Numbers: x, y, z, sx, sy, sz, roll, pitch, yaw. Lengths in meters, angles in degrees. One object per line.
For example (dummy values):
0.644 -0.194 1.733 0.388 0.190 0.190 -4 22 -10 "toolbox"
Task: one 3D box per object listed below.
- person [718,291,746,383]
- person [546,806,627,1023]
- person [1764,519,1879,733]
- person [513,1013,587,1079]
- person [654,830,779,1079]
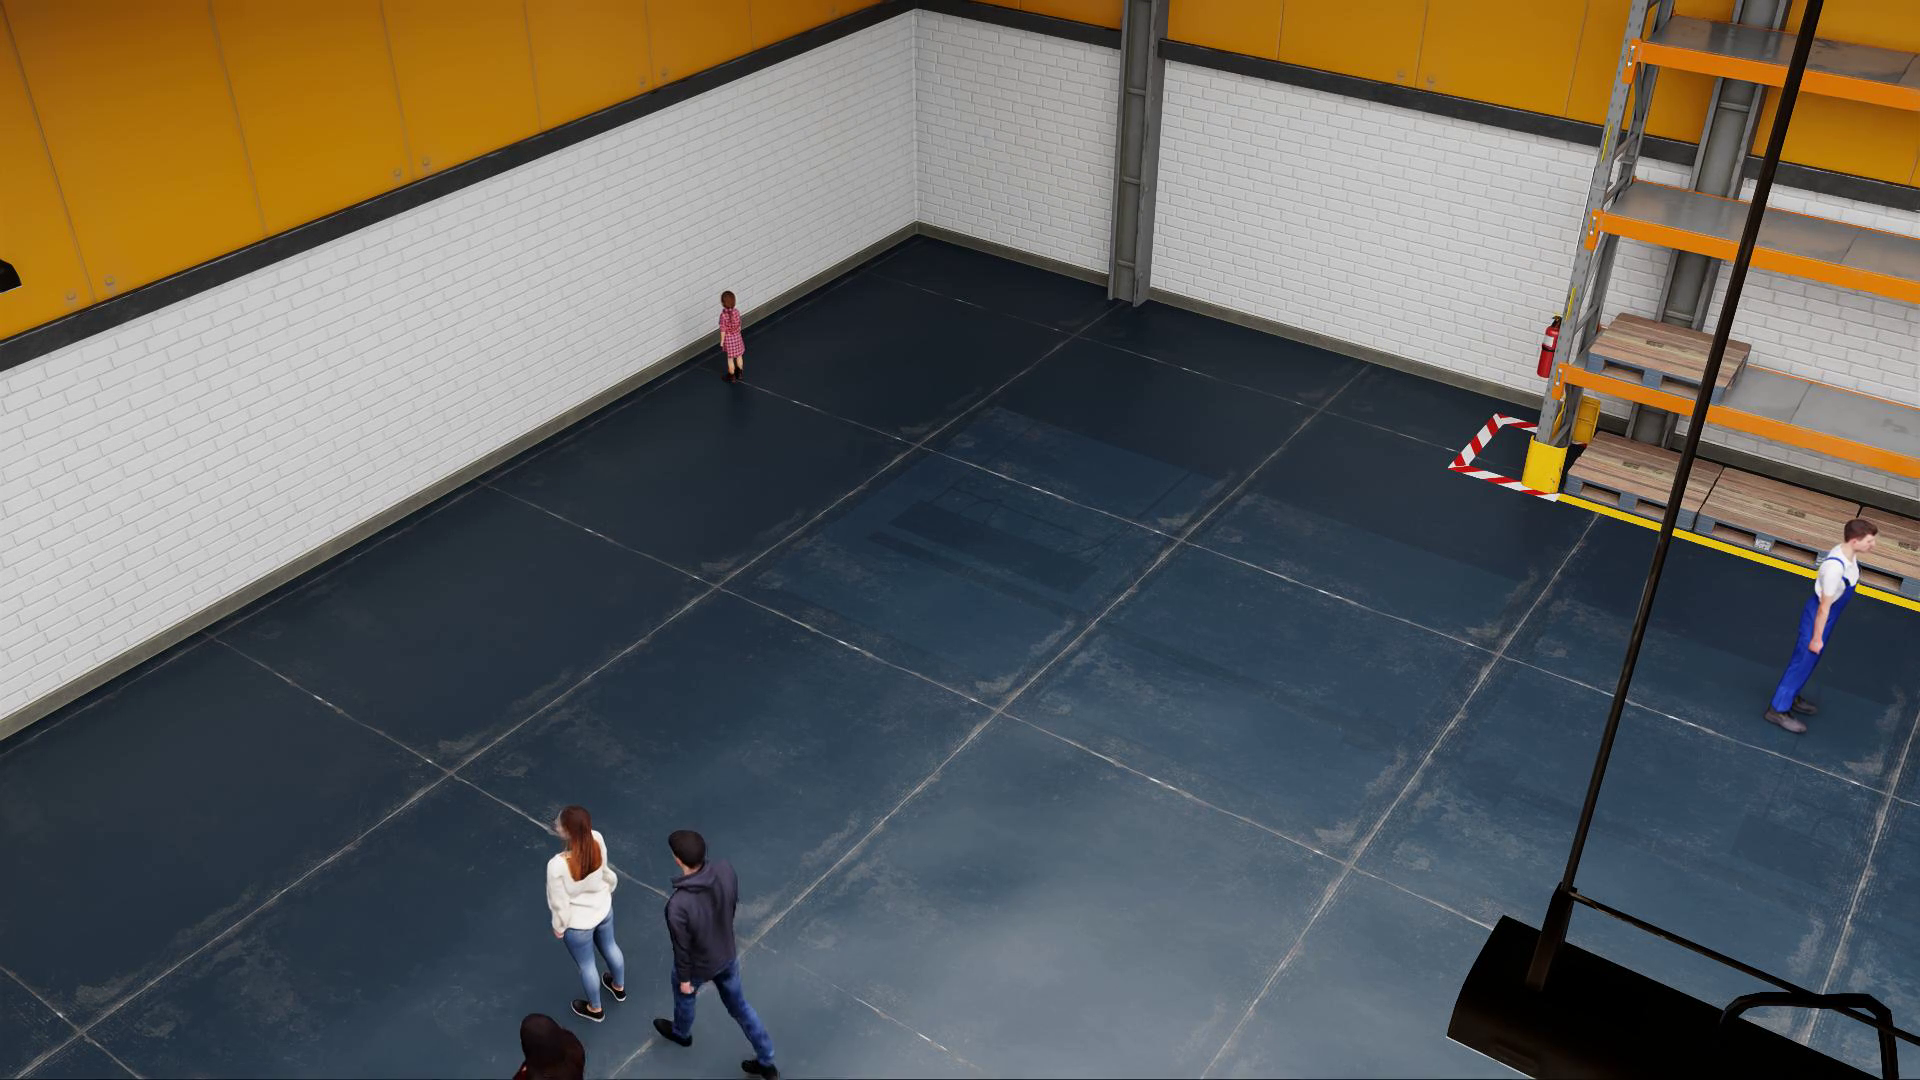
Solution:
-2.431 -2.160 17.605 0.469 1.021 0.458 29 43 36 "person"
-2.315 2.298 10.294 0.543 1.689 0.626 23 40 31 "person"
6.563 0.607 12.696 0.555 1.847 0.626 24 41 32 "person"
-2.082 3.176 8.929 1.044 1.739 0.852 9 35 13 "person"
-1.425 2.501 9.842 1.198 1.852 0.772 24 41 32 "person"
